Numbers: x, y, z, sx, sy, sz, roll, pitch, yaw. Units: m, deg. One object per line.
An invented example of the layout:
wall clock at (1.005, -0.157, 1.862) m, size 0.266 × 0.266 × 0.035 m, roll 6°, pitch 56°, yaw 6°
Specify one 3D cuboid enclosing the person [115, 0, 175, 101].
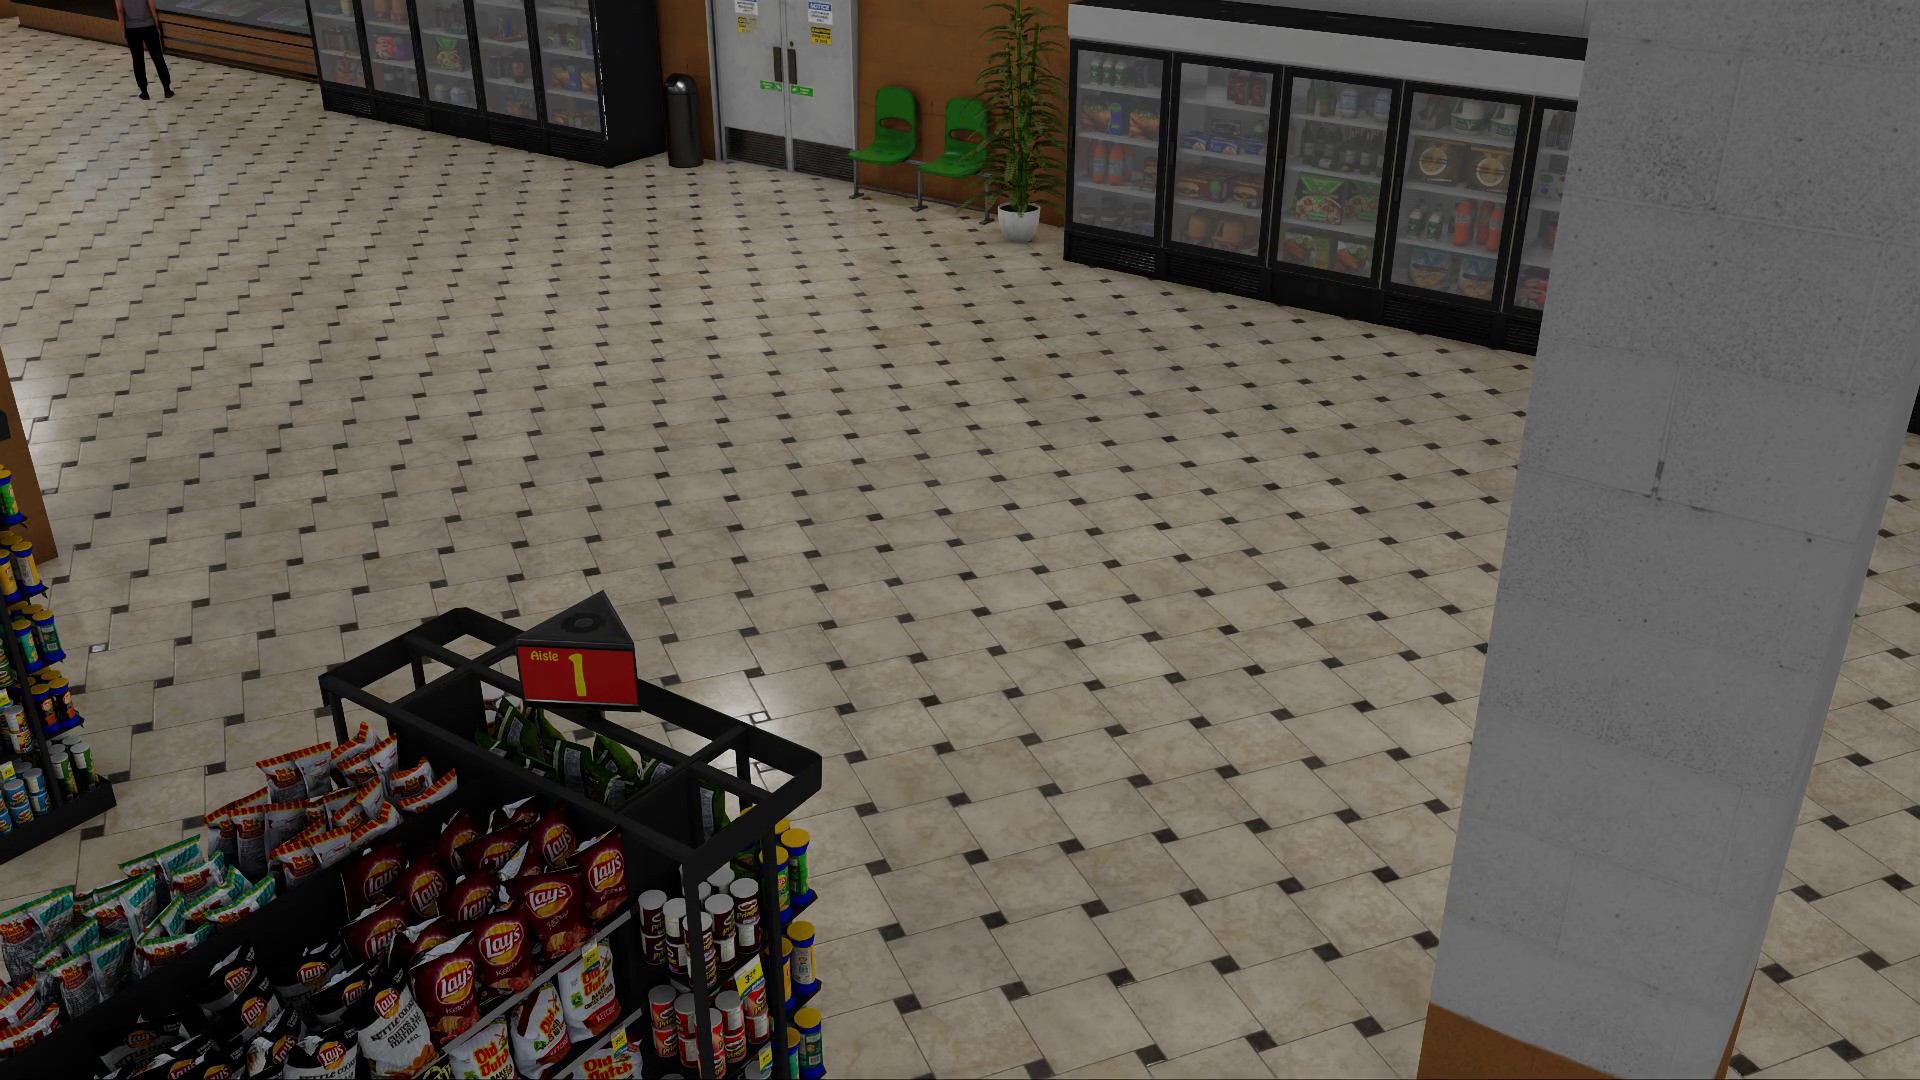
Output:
person at (-10.510, -6.560, 21.320) m, size 0.660 × 1.754 × 0.773 m, roll -12°, pitch 29°, yaw -23°
